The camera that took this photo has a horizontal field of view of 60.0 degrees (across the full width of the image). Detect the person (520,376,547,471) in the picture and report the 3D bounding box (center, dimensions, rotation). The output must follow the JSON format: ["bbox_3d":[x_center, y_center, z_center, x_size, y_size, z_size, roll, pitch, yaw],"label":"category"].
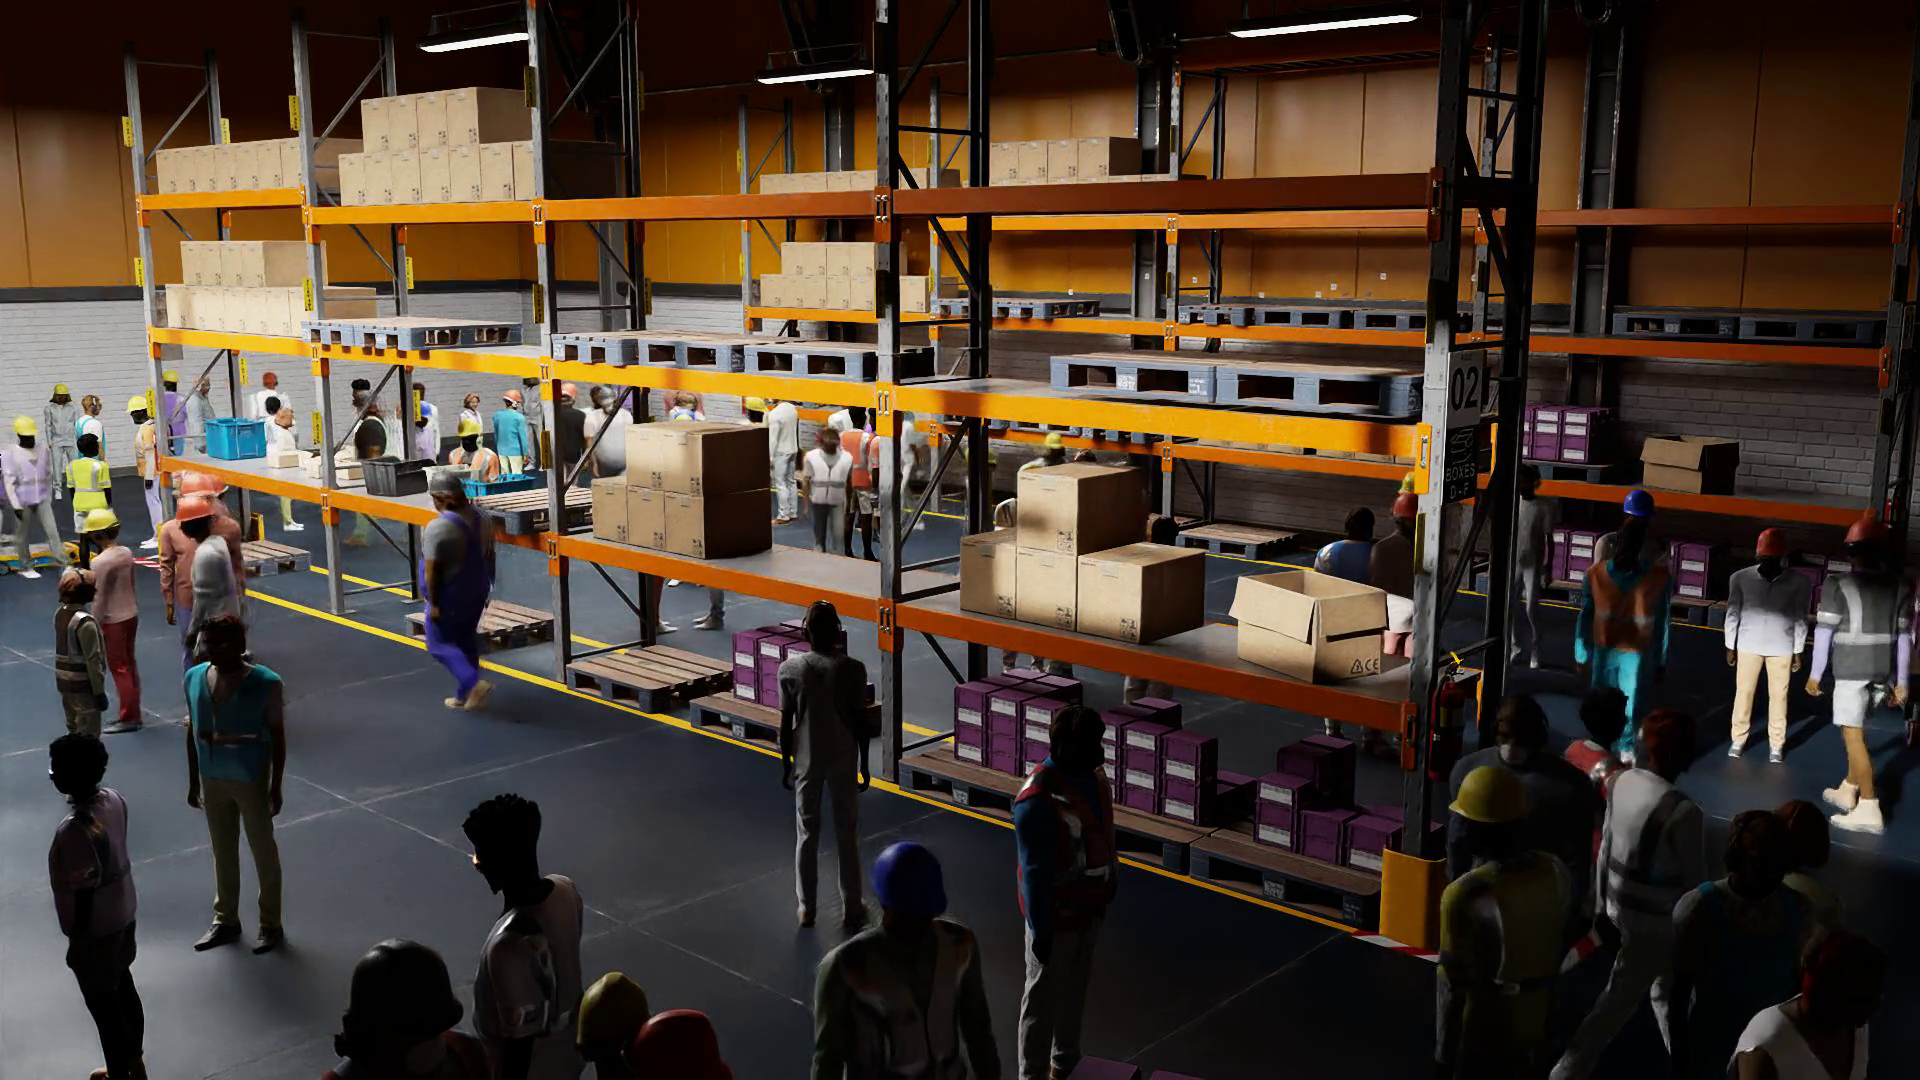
[{"bbox_3d":[-7.205,-2.023,28.018,0.490,1.730,0.324,3,11,19],"label":"person"}]

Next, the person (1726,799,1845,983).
[{"bbox_3d":[3.239,1.817,6.605,0.298,1.621,0.505,-6,12,-30],"label":"person"}]

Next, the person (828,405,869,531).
[{"bbox_3d":[-1.473,-1.068,21.938,0.602,1.967,0.366,-6,12,-30],"label":"person"}]

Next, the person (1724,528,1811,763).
[{"bbox_3d":[5.904,0.768,12.206,0.558,1.743,0.365,5,11,26],"label":"person"}]

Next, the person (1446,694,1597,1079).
[{"bbox_3d":[2.434,1.566,7.218,0.637,1.914,0.555,8,13,37],"label":"person"}]

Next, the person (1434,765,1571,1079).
[{"bbox_3d":[1.968,1.761,6.087,0.617,1.911,0.464,-6,11,-29],"label":"person"}]

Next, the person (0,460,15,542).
[{"bbox_3d":[-12.431,-0.959,21.242,0.623,1.992,0.396,6,12,29],"label":"person"}]

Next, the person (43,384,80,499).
[{"bbox_3d":[-13.411,-1.475,24.908,0.483,1.735,0.340,-7,12,-36],"label":"person"}]

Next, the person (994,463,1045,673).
[{"bbox_3d":[0.587,0.281,14.449,0.584,1.919,0.375,-2,10,-9],"label":"person"}]

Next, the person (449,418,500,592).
[{"bbox_3d":[-5.307,-0.377,18.147,0.593,1.924,0.383,2,10,13],"label":"person"}]

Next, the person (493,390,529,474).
[{"bbox_3d":[-6.393,-1.280,23.781,0.578,1.737,0.355,5,11,25],"label":"person"}]

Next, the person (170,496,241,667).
[{"bbox_3d":[-5.693,0.608,12.640,0.487,1.902,0.558,-4,11,-20],"label":"person"}]

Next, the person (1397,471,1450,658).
[{"bbox_3d":[4.080,0.290,14.711,0.464,1.805,0.606,6,12,31],"label":"person"}]

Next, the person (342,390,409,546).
[{"bbox_3d":[-7.290,-0.934,20.973,0.984,2.000,0.691,0,10,-1],"label":"person"}]

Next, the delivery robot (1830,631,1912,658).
[{"bbox_3d":[8.012,0.890,14.596,0.707,0.478,0.477,6,12,30],"label":"delivery robot"}]

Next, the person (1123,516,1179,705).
[{"bbox_3d":[1.431,0.732,12.164,0.430,1.832,0.632,-10,14,-43],"label":"person"}]

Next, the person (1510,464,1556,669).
[{"bbox_3d":[5.091,0.235,14.910,0.435,1.854,0.528,-9,13,-40],"label":"person"}]

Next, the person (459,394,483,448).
[{"bbox_3d":[-7.131,-1.323,24.316,0.315,1.636,0.514,2,10,13],"label":"person"}]

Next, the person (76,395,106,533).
[{"bbox_3d":[-11.365,-0.984,21.828,0.502,1.840,0.345,7,12,35],"label":"person"}]

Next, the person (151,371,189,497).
[{"bbox_3d":[-11.962,-1.634,25.390,0.598,1.877,0.960,0,10,1],"label":"person"}]

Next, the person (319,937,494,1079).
[{"bbox_3d":[-1.392,2.004,4.361,0.537,2.000,0.689,5,11,26],"label":"person"}]

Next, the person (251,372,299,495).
[{"bbox_3d":[-10.476,-1.645,25.504,0.603,1.853,0.757,2,10,9],"label":"person"}]

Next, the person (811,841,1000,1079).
[{"bbox_3d":[-0.140,1.889,5.462,0.651,1.889,0.802,-8,13,-37],"label":"person"}]

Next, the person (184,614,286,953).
[{"bbox_3d":[-3.879,1.290,8.945,0.564,1.847,0.388,2,10,9],"label":"person"}]

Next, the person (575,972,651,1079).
[{"bbox_3d":[-0.951,2.076,4.723,0.528,1.772,0.304,1,10,3],"label":"person"}]

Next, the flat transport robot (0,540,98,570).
[{"bbox_3d":[-10.987,0.207,19.525,1.431,0.197,0.652,-10,14,-43],"label":"flat transport robot"}]

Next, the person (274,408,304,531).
[{"bbox_3d":[-8.943,-0.939,22.153,0.280,1.633,0.502,-4,11,-20],"label":"person"}]

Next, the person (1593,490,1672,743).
[{"bbox_3d":[5.108,0.579,12.683,0.605,1.948,0.391,-1,10,-6],"label":"person"}]

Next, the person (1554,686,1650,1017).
[{"bbox_3d":[3.122,1.524,8.159,0.863,1.654,0.532,0,10,1],"label":"person"}]

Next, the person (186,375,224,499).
[{"bbox_3d":[-11.141,-1.484,24.514,0.401,1.894,0.654,-3,11,-18],"label":"person"}]

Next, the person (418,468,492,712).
[{"bbox_3d":[-4.052,0.408,13.382,0.631,2.000,0.691,4,11,24],"label":"person"}]

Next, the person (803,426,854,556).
[{"bbox_3d":[-1.456,-0.371,18.502,0.584,1.785,1.004,-2,10,-11],"label":"person"}]

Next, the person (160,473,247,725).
[{"bbox_3d":[-5.994,0.462,13.202,0.622,1.997,0.371,-5,11,-28],"label":"person"}]

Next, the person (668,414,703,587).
[{"bbox_3d":[-3.032,-0.437,18.481,0.589,1.927,0.369,0,10,-1],"label":"person"}]

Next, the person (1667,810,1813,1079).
[{"bbox_3d":[2.756,1.831,5.934,0.502,1.836,0.343,-1,10,-8],"label":"person"}]
